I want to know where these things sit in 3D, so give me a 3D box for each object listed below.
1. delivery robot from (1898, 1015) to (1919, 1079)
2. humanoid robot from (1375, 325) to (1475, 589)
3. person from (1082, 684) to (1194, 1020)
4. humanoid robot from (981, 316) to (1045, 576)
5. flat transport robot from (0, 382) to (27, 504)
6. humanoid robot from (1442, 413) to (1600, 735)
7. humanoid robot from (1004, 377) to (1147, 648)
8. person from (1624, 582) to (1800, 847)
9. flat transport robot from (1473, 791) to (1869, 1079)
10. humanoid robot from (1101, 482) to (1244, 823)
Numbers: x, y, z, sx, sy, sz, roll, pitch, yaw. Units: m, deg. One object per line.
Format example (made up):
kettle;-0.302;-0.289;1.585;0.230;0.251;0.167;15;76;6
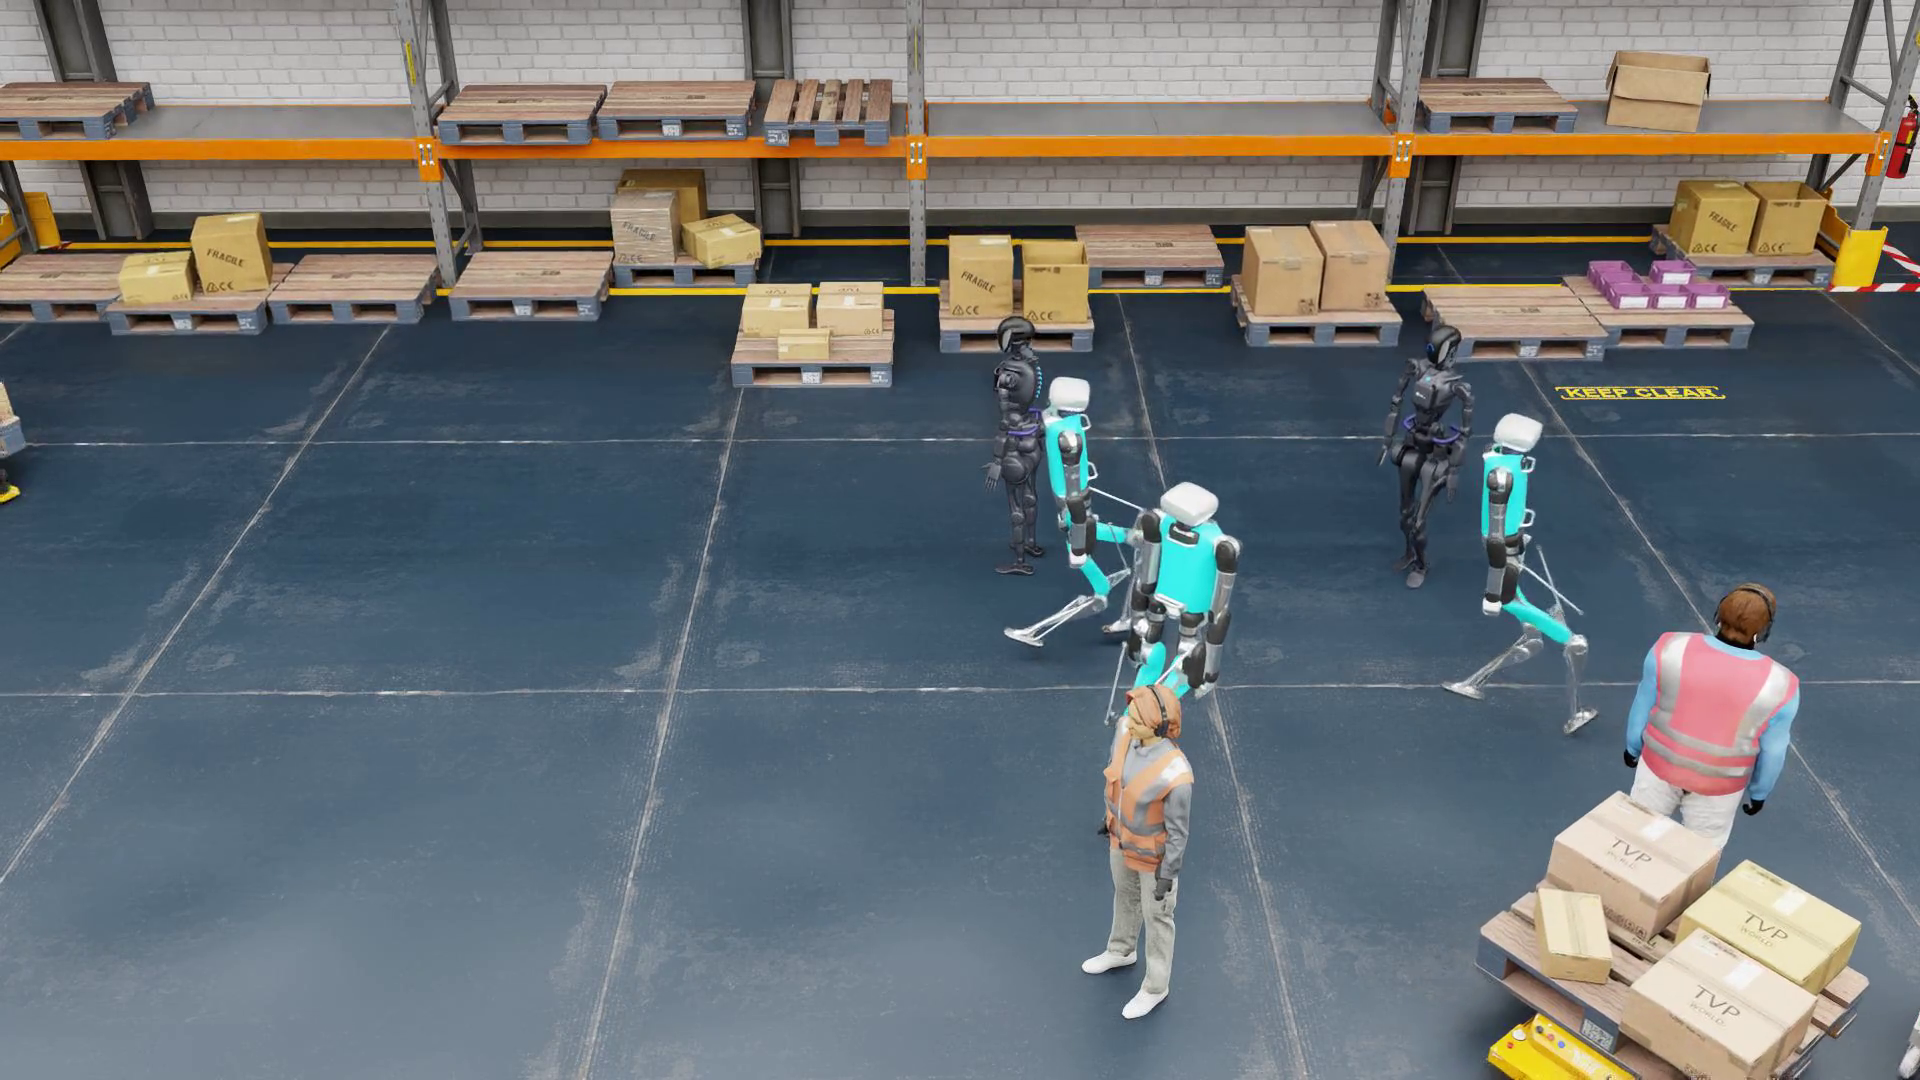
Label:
delivery robot;4.253;1.956;6.863;0.768;0.581;0.499;-23;38;-33
humanoid robot;2.757;-0.512;9.897;0.431;1.644;0.599;-23;38;-33
person;0.763;1.279;6.948;0.306;1.640;0.513;-16;34;-24
humanoid robot;0.343;-0.569;9.976;0.315;1.659;0.599;12;33;19
flat transport robot;-7.026;-0.385;11.051;1.431;0.231;0.659;15;34;23
humanoid robot;3.098;0.224;8.634;0.964;1.768;0.546;13;33;20
humanoid robot;0.774;-0.101;9.177;1.045;1.733;0.552;-3;31;-6
person;3.218;0.986;7.257;0.634;1.831;0.429;18;35;27
flat transport robot;2.955;2.002;7.078;1.431;0.231;0.659;-23;38;-33
humanoid robot;0.872;0.659;7.942;0.530;1.777;0.991;24;38;34
